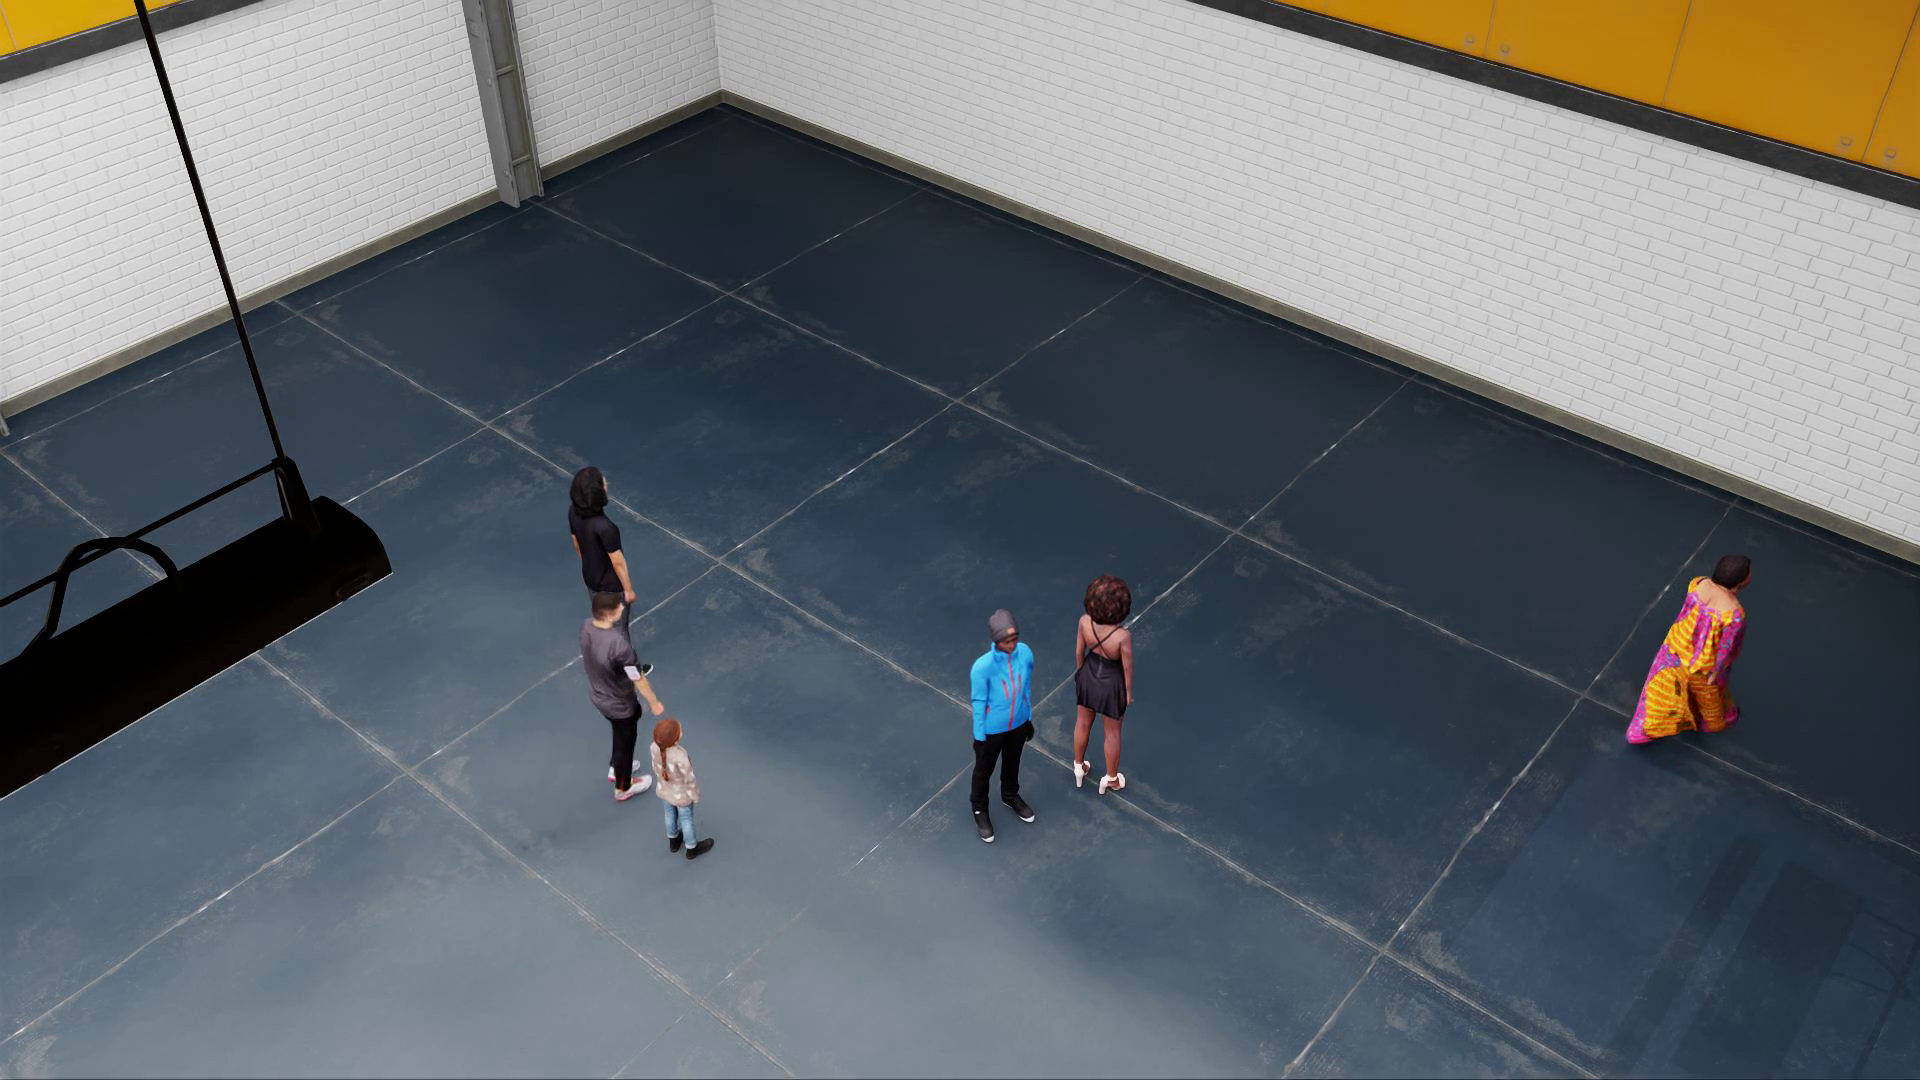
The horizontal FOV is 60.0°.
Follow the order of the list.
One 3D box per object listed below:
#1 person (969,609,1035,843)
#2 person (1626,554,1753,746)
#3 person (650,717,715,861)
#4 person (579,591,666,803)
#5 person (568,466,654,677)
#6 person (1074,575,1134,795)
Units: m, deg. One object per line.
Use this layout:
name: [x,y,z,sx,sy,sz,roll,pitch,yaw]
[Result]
person: [0.260,1.161,10.709,0.583,1.794,0.729,-22,44,-25]
person: [4.974,0.758,11.313,1.218,1.671,0.983,-16,41,-19]
person: [-1.822,1.585,10.659,0.499,1.194,0.495,22,43,25]
person: [-2.311,1.079,10.850,0.651,1.747,0.675,-30,47,-32]
person: [-2.532,0.248,11.818,0.633,1.837,0.510,27,46,30]
person: [0.935,0.969,10.955,0.590,1.788,0.572,21,43,24]
